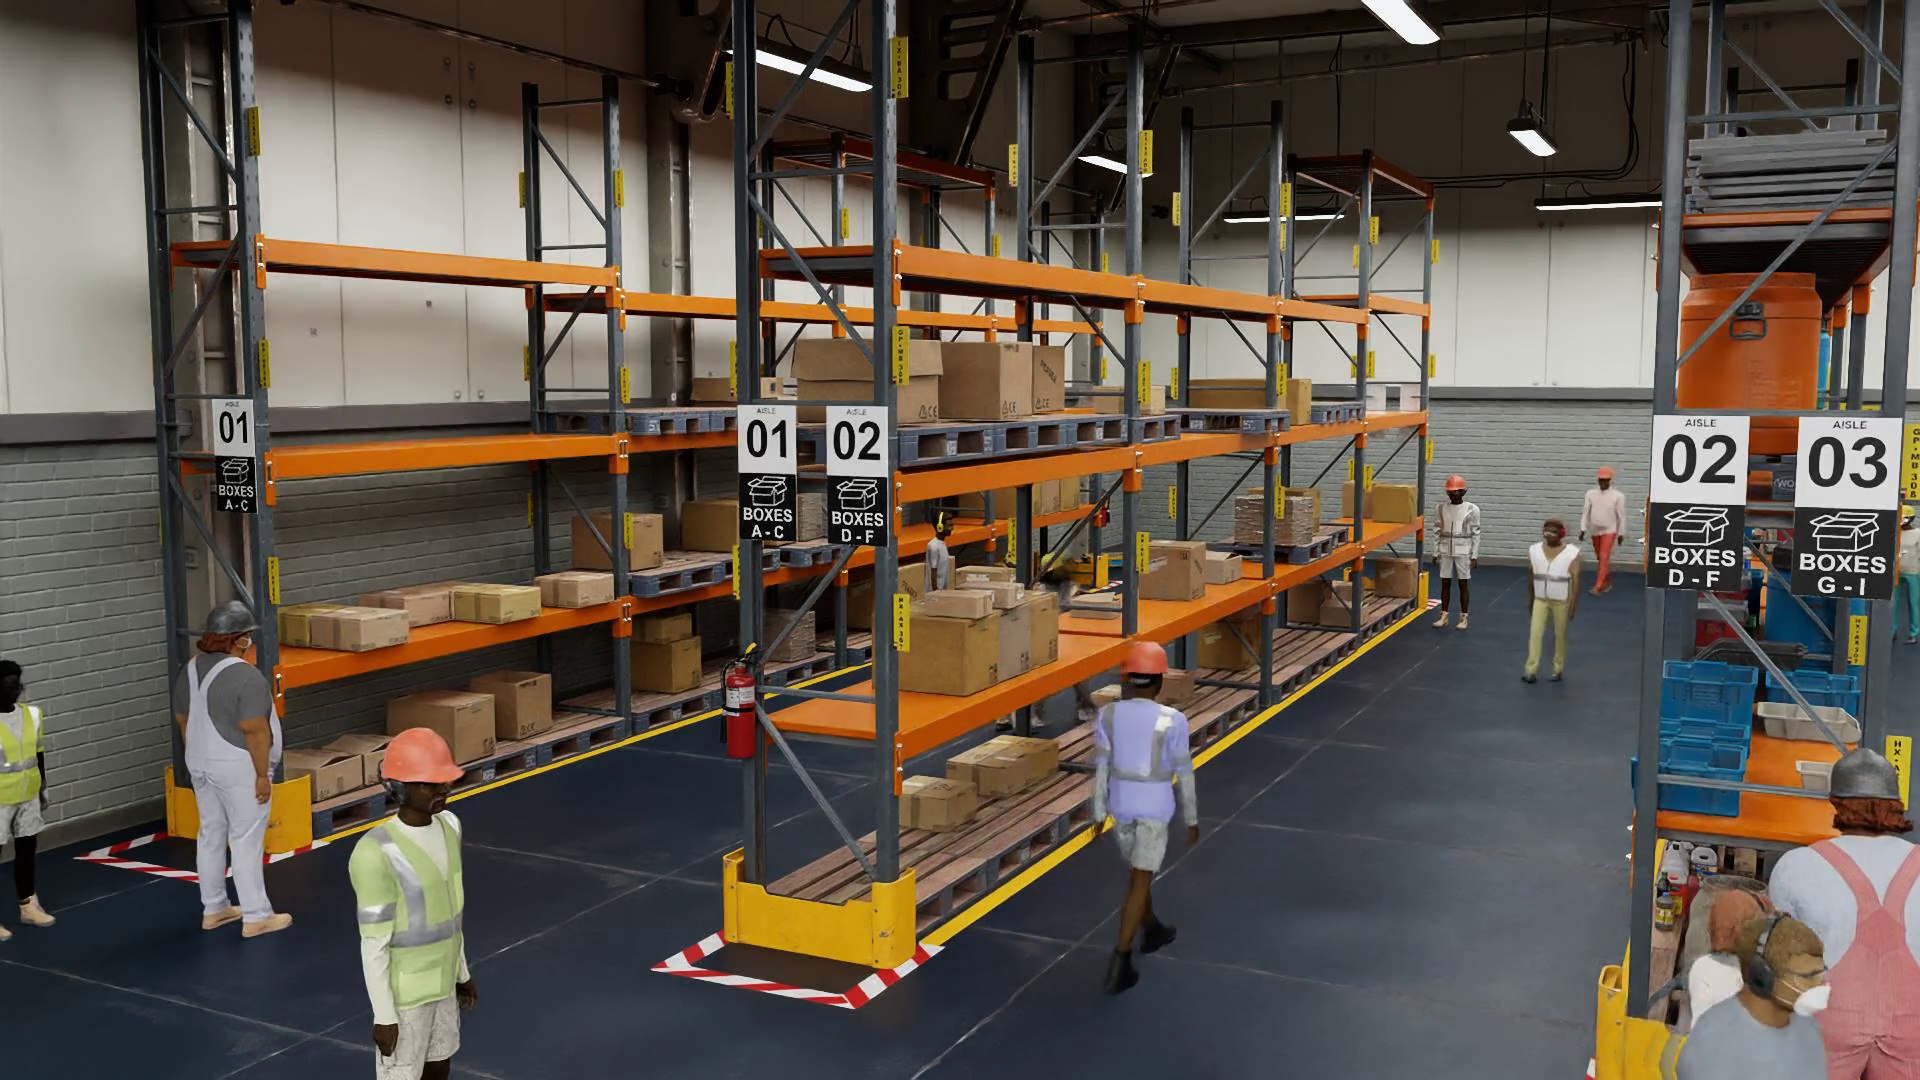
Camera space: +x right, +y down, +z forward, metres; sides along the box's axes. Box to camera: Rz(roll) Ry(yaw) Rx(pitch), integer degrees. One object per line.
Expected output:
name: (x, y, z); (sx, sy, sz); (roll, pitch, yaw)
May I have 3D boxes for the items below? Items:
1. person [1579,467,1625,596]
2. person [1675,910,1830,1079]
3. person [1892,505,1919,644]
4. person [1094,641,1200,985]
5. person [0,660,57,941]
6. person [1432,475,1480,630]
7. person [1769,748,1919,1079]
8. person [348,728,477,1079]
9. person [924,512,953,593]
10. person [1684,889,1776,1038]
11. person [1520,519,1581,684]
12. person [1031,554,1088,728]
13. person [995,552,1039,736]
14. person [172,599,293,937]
person: (9.779, -0.134, 25.292); (1.042, 1.950, 0.604); (-6, 8, -43)
person: (2.263, 1.989, 4.877); (0.633, 1.901, 0.994); (-4, 7, -32)
person: (11.789, 0.421, 20.773); (0.346, 1.760, 0.537); (-4, 7, -34)
person: (1.043, 1.524, 9.455); (0.573, 1.888, 1.009); (4, 7, 32)
person: (-5.761, 1.555, 10.055); (0.320, 1.690, 0.535); (2, 6, 21)
person: (6.493, 0.169, 21.834); (0.614, 2.041, 0.389); (5, 7, 38)
person: (3.359, 1.772, 6.251); (0.679, 2.000, 0.537); (1, 6, 13)
person: (-2.102, 1.743, 6.532); (0.375, 2.044, 0.605); (2, 6, 15)
person: (-0.241, 0.611, 18.465); (0.332, 1.859, 0.514); (1, 6, 9)
person: (2.707, 2.035, 5.793); (0.373, 1.613, 0.597); (-1, 6, -6)
person: (6.391, 0.682, 18.010); (0.580, 1.796, 0.959); (4, 7, 36)
person: (0.962, 0.953, 16.015); (0.513, 1.668, 0.812); (3, 6, 23)
person: (0.516, 0.944, 15.625); (0.330, 1.768, 0.526); (-4, 7, -35)
person: (-4.412, 1.371, 10.153); (0.682, 2.000, 0.536); (3, 7, 28)
